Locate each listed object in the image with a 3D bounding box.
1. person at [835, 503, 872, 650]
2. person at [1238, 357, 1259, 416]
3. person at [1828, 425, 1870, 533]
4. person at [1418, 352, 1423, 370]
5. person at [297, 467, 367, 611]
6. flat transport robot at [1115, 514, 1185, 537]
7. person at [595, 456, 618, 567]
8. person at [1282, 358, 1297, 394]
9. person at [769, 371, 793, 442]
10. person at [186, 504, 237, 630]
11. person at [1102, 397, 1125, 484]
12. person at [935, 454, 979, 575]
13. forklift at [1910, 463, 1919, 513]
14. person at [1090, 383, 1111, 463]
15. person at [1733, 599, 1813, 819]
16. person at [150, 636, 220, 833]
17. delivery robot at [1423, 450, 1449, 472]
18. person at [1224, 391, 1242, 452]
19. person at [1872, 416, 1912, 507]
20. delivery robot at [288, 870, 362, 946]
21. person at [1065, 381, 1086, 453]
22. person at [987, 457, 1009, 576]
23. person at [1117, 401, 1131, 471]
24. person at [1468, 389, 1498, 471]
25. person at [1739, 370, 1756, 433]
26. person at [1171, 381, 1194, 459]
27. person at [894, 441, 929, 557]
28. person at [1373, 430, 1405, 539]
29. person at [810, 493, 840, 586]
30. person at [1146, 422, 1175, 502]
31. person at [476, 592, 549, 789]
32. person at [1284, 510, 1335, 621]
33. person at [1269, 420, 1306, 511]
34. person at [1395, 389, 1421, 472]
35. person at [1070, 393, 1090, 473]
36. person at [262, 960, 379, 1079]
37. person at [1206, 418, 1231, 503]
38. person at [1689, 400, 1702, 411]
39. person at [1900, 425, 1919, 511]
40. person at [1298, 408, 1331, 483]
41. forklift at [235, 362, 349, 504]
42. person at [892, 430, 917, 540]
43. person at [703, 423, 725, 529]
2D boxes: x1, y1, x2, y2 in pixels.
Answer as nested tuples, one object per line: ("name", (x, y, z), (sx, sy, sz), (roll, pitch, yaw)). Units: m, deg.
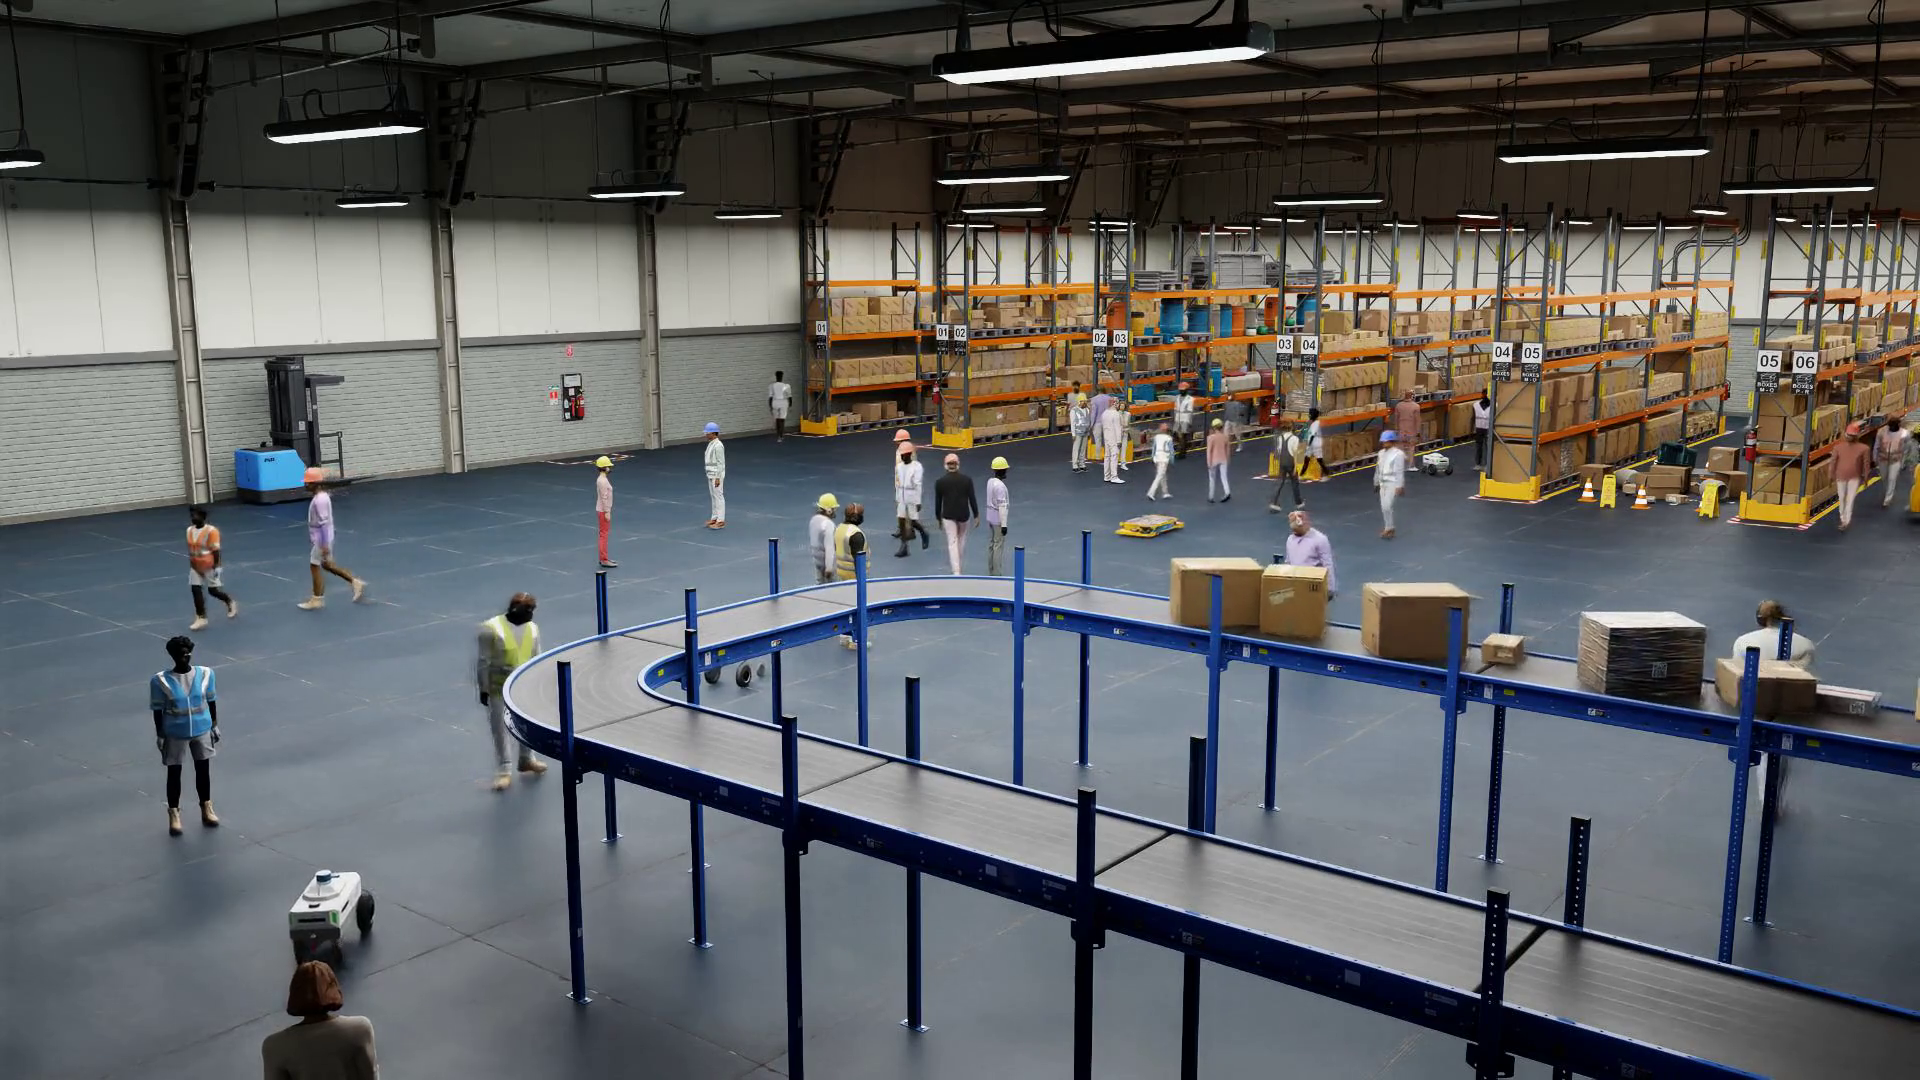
("person", (-1.344, 0.445, 19.783), (0.429, 1.839, 0.634), (-5, 11, -27))
("person", (9.141, -4.866, 49.487), (0.935, 1.900, 0.579), (-5, 11, -25))
("person", (16.090, -1.127, 28.352), (0.639, 1.940, 1.054), (8, 13, 37))
("person", (15.397, -5.410, 52.713), (0.979, 1.844, 0.693), (5, 11, 27))
("person", (-8.868, -0.032, 21.972), (0.859, 2.023, 0.621), (-3, 11, -18))
("flat transport robot", (3.450, -0.267, 28.326), (0.652, 0.197, 1.431), (7, 12, 34))
("person", (-5.678, -0.460, 25.076), (0.306, 1.772, 0.525), (-3, 11, -17))
("person", (12.180, -6.419, 57.987), (0.619, 1.990, 0.395), (-4, 11, -21))
("person", (-4.898, -3.631, 42.501), (0.607, 1.929, 0.967), (2, 10, 10))
("person", (-10.042, 0.331, 20.874), (0.538, 1.673, 0.651), (3, 11, 17))
("person", (3.398, -2.212, 34.552), (0.408, 1.909, 0.642), (-5, 11, -25))
("person", (-0.068, -0.365, 24.164), (0.648, 1.913, 1.074), (-2, 10, -11))
("forklift", (19.034, -1.348, 28.998), (2.313, 2.155, 1.214), (8, 13, 37))
("person", (3.419, -2.838, 37.984), (0.635, 1.936, 0.353), (-7, 12, -33))
("person", (7.155, 1.472, 13.841), (0.653, 1.892, 0.788), (5, 11, 26))
("person", (-6.633, 1.645, 13.428), (0.537, 1.695, 0.320), (-8, 13, -39))
("delivery robot", (10.965, -1.824, 36.027), (0.477, 0.478, 0.707), (-2, 10, -10))
("person", (6.976, -3.035, 40.059), (0.832, 1.593, 0.510), (-9, 14, -42))
("person", (18.686, -1.603, 31.393), (0.628, 1.817, 0.849), (9, 14, 42))
("delivery robot", (-4.518, 2.596, 11.144), (0.477, 0.478, 0.707), (-1, 10, -7))
("person", (2.981, -3.176, 40.229), (0.540, 1.822, 0.973), (3, 11, 18))
("person", (0.592, -0.303, 23.734), (0.361, 1.928, 0.594), (-3, 11, -17))
("person", (3.767, -2.443, 36.605), (0.512, 1.638, 0.312), (-5, 11, -25))
("person", (12.213, -2.559, 36.549), (0.608, 1.898, 0.723), (6, 12, 31))
("person", (22.947, -3.956, 44.649), (1.044, 1.830, 0.619), (6, 12, 31))
("person", (5.488, -2.962, 38.696), (0.556, 1.923, 0.479), (9, 13, 41))
("person", (-0.815, -0.693, 25.969), (0.554, 1.916, 0.652), (7, 12, 35))
("person", (7.473, -0.963, 27.448), (0.557, 1.924, 0.654), (-5, 11, -25))
("person", (-1.852, 0.272, 20.830), (0.736, 1.813, 0.589), (-6, 12, -30))
("person", (4.095, -1.603, 32.009), (0.842, 1.597, 0.519), (-8, 13, -37))
("person", (-4.166, 1.391, 14.592), (0.431, 1.806, 0.703), (10, 14, 44))
("person", (4.250, 0.587, 18.955), (0.395, 1.866, 0.813), (-8, 13, -39))
("person", (6.422, -1.460, 30.653), (1.006, 1.794, 0.505), (-9, 13, -41))
("person", (10.459, -2.556, 36.485), (0.642, 1.909, 0.408), (9, 14, 42))
("person", (2.805, -2.479, 36.246), (0.589, 1.837, 0.404), (-10, 14, -43))
("person", (-2.977, 2.757, 7.346), (0.499, 1.633, 0.279), (-5, 11, -24))
("person", (5.249, -1.583, 31.526), (0.544, 1.719, 0.793), (-2, 10, -12))
("person", (21.490, -4.118, 45.564), (0.505, 1.804, 0.623), (5, 11, 28))
("person", (18.775, -1.425, 30.716), (0.919, 1.691, 0.504), (-8, 13, -37))
("person", (7.807, -2.081, 34.530), (0.871, 1.648, 0.539), (1, 10, 8))
("forklift", (-13.803, -2.244, 32.110), (1.129, 2.768, 1.873), (8, 13, 37))
("person", (-0.992, -0.979, 27.525), (0.375, 1.935, 0.551), (-7, 12, -36))
("person", (-4.494, -1.182, 28.653), (0.394, 1.942, 0.601), (-5, 11, -24))
